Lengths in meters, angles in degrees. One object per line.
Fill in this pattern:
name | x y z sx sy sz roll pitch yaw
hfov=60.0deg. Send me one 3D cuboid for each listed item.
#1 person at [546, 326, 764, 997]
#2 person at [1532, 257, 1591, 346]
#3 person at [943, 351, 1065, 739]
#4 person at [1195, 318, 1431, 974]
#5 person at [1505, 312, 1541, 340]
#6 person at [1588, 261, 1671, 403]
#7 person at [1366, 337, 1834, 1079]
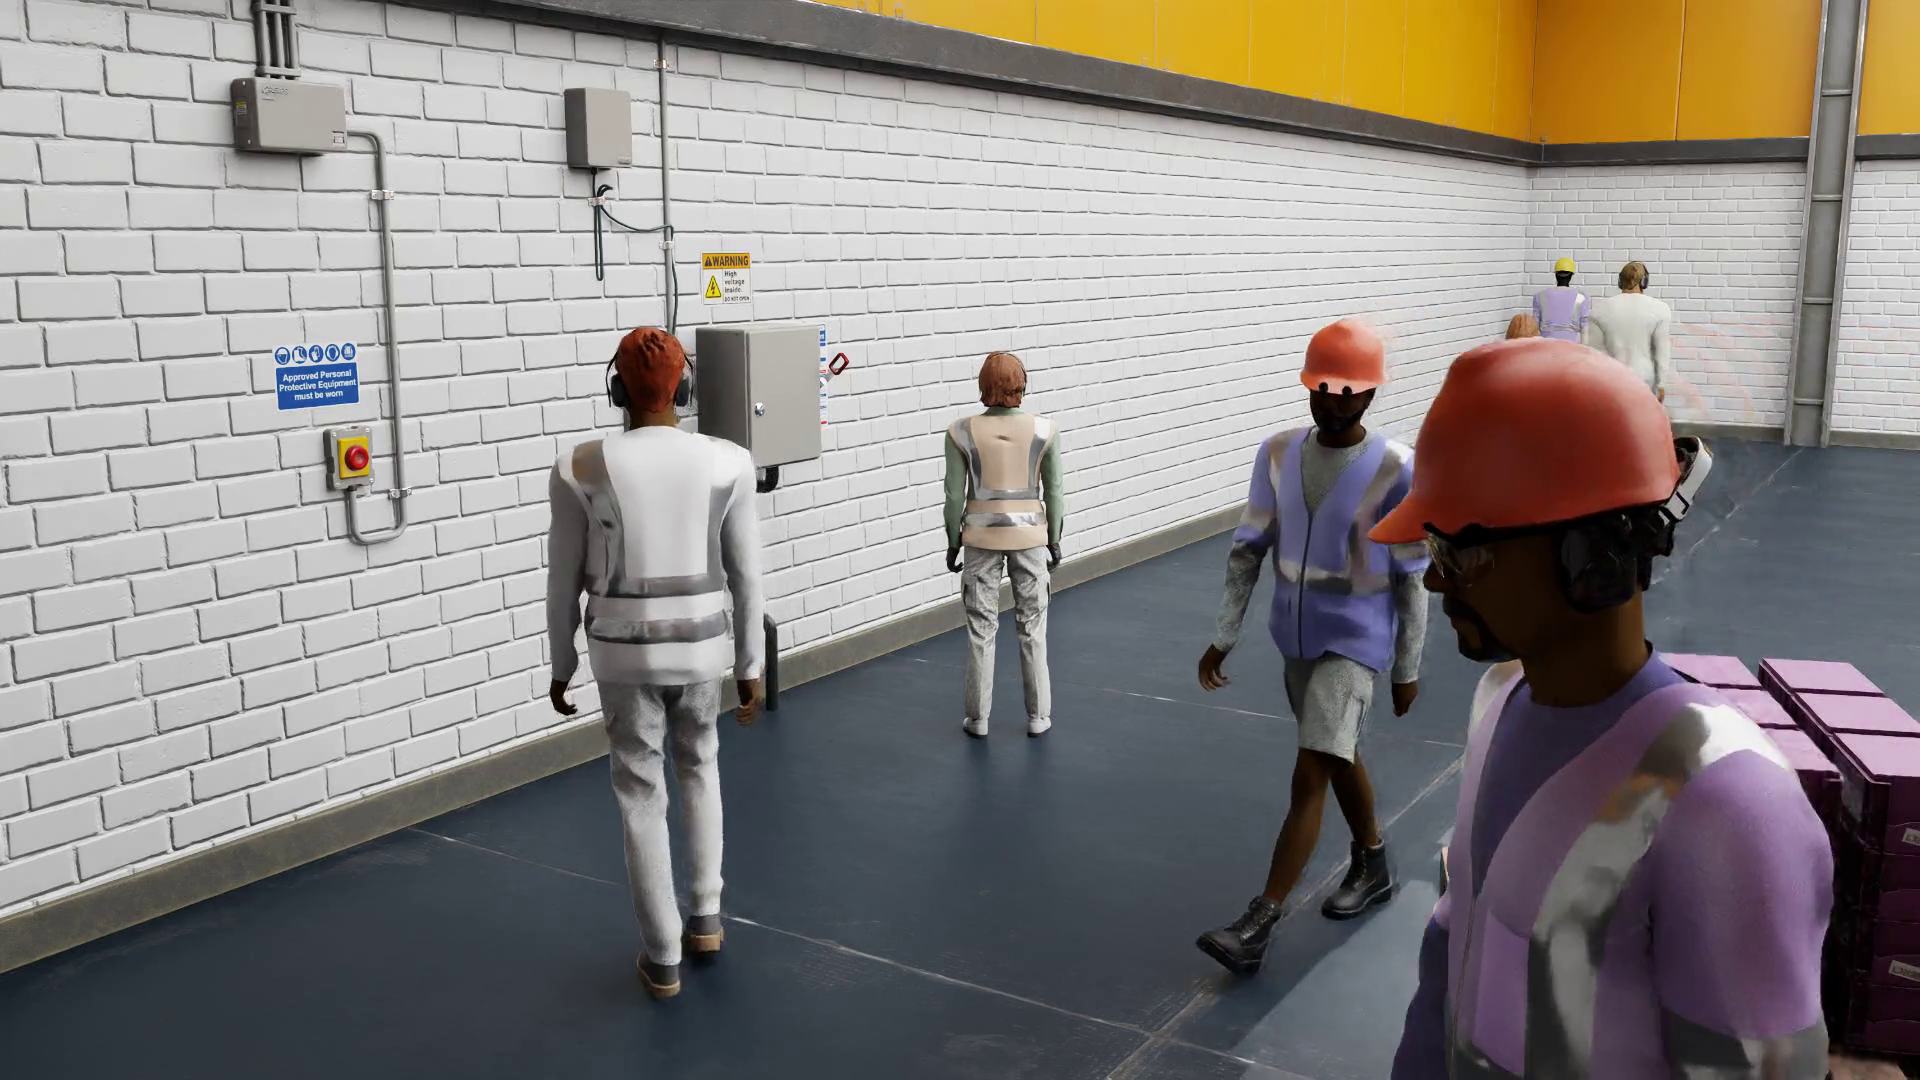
person | -0.875 0.334 4.717 0.580 1.868 0.572 -4 11 -23
person | 6.359 -2.032 17.670 0.582 1.919 0.388 3 11 18
person | 0.185 0.030 7.008 0.512 1.642 0.311 0 10 -2
person | 1.042 0.299 4.857 1.042 1.869 0.554 -9 14 -41
person | 3.737 -0.707 11.131 0.520 1.618 0.495 5 12 27
person | 5.340 -1.255 13.328 0.627 1.933 0.375 7 12 32
person | 0.559 0.784 1.864 1.019 1.989 0.620 0 10 1
